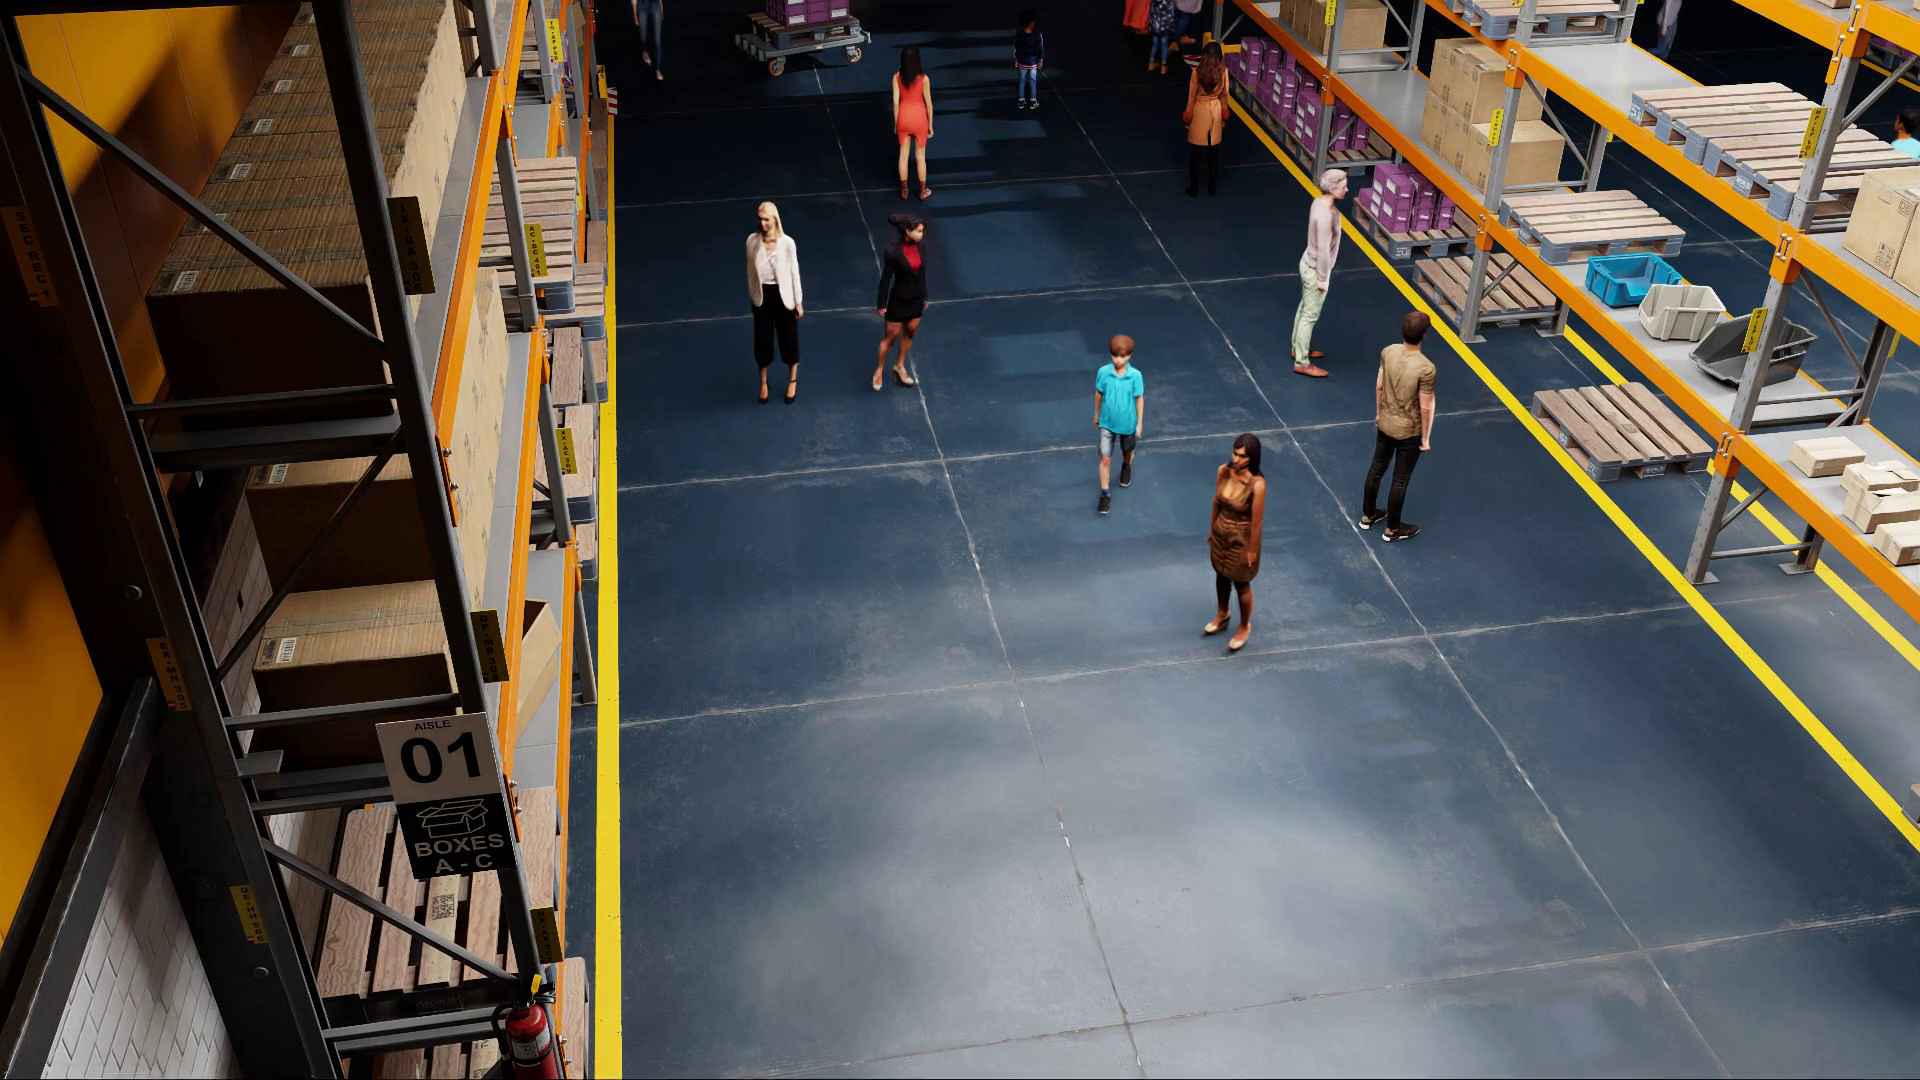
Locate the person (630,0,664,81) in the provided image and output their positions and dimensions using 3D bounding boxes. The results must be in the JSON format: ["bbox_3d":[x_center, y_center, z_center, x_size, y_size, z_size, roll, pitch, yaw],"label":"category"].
[{"bbox_3d":[-4.102,-6.949,21.761,0.691,1.707,1.056,-11,35,-16],"label":"person"}]

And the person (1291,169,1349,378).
[{"bbox_3d":[3.169,-2.394,14.762,0.805,1.869,0.629,4,34,6],"label":"person"}]

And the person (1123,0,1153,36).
[{"bbox_3d":[2.566,-7.981,23.237,0.691,1.792,0.603,-6,34,-9],"label":"person"}]

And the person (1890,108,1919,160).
[{"bbox_3d":[9.117,-3.266,16.198,0.871,1.733,1.252,-16,37,-23],"label":"person"}]

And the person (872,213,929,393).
[{"bbox_3d":[-0.526,-2.052,14.479,0.789,1.614,0.742,-12,36,-18],"label":"person"}]

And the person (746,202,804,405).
[{"bbox_3d":[-1.572,-2.012,14.204,0.684,1.852,0.628,5,34,7],"label":"person"}]

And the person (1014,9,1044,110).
[{"bbox_3d":[0.846,-6.016,20.795,0.571,1.224,0.564,4,34,6],"label":"person"}]

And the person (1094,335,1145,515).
[{"bbox_3d":[1.257,-0.977,13.030,0.774,1.427,1.017,7,34,10],"label":"person"}]

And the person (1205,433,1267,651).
[{"bbox_3d":[1.880,0.003,11.325,0.699,1.682,0.595,-25,41,-32],"label":"person"}]

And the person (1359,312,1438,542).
[{"bbox_3d":[3.298,-0.861,12.473,0.807,1.851,0.664,-22,39,-29],"label":"person"}]

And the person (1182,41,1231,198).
[{"bbox_3d":[2.696,-4.611,18.232,0.706,1.720,0.596,-3,34,-5],"label":"person"}]

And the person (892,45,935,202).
[{"bbox_3d":[-0.521,-4.545,18.134,0.649,1.719,0.620,4,34,6],"label":"person"}]

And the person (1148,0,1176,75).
[{"bbox_3d":[2.665,-6.778,21.923,0.611,1.245,0.674,21,39,28],"label":"person"}]

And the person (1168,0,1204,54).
[{"bbox_3d":[3.024,-7.442,22.498,1.045,1.714,1.042,-27,42,-35],"label":"person"}]
